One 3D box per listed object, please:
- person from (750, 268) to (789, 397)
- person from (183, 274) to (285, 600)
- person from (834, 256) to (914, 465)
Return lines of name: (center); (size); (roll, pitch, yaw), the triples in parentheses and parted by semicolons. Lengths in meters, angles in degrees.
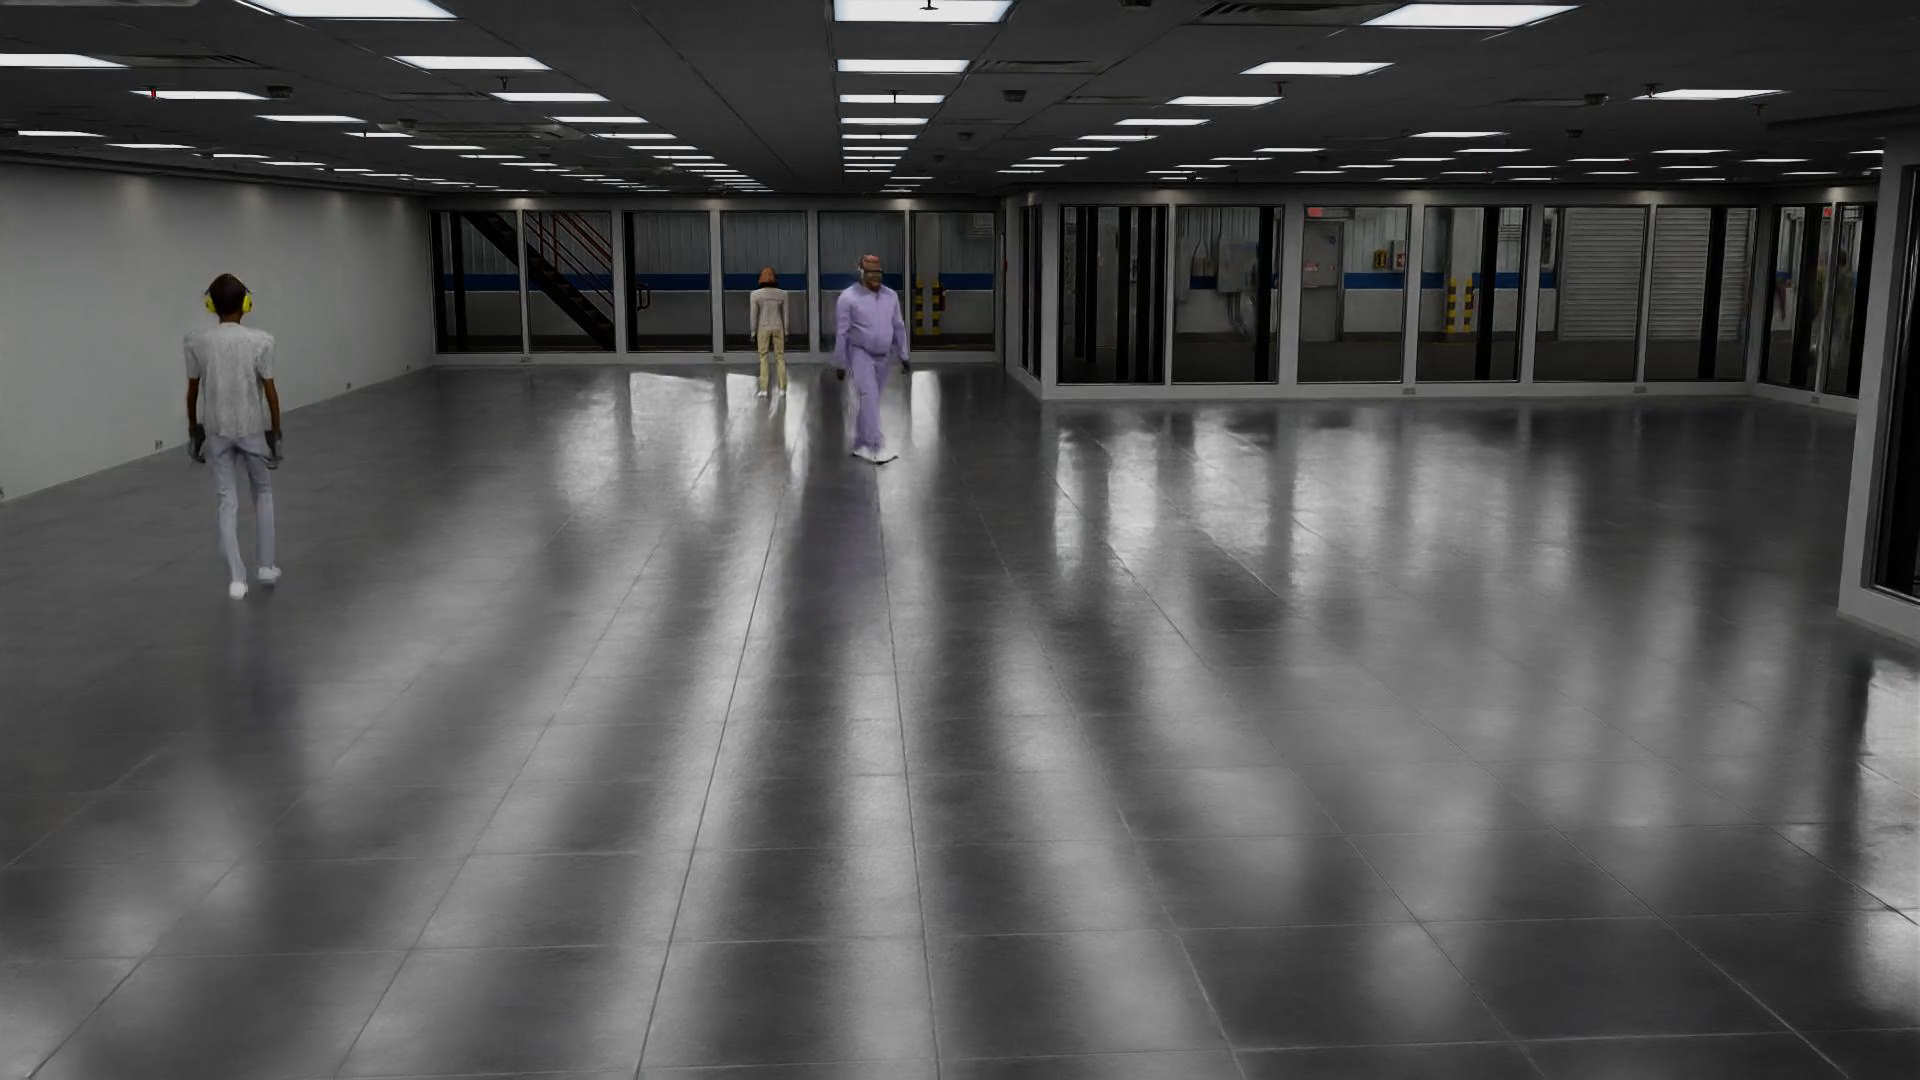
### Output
person: (-2.413, -2.624, 21.074); (0.502, 1.632, 0.279); (-3, 11, -17)
person: (-4.206, -0.610, 9.664); (0.546, 1.841, 0.797); (-3, 11, -17)
person: (-0.742, -1.619, 15.045); (0.642, 1.862, 0.933); (-9, 14, -40)
